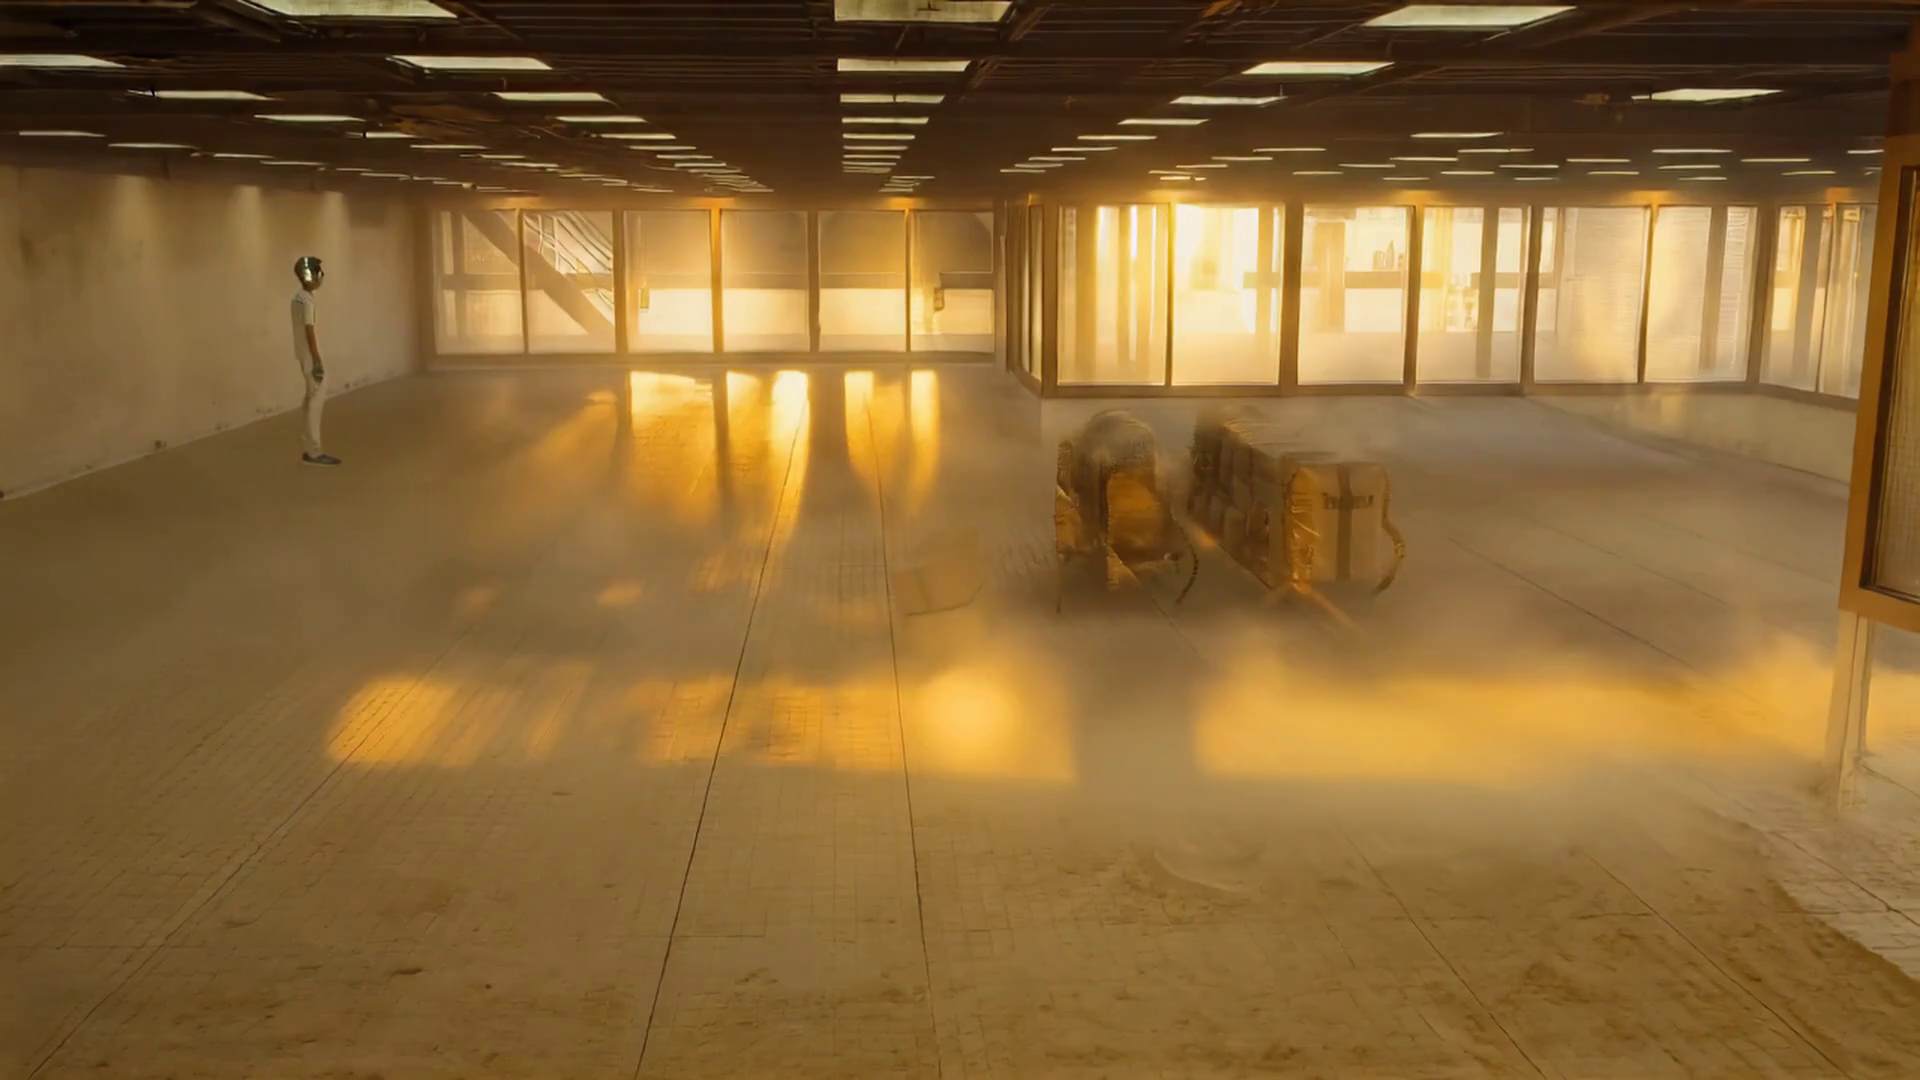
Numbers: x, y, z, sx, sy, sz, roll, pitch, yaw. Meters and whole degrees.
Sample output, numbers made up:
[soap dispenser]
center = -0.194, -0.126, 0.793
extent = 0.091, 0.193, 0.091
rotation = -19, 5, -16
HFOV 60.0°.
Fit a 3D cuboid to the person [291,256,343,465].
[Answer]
[person]
center = -5.800, -1.602, 14.933
extent = 0.314, 1.869, 0.537
rotation = -6, 12, -29
